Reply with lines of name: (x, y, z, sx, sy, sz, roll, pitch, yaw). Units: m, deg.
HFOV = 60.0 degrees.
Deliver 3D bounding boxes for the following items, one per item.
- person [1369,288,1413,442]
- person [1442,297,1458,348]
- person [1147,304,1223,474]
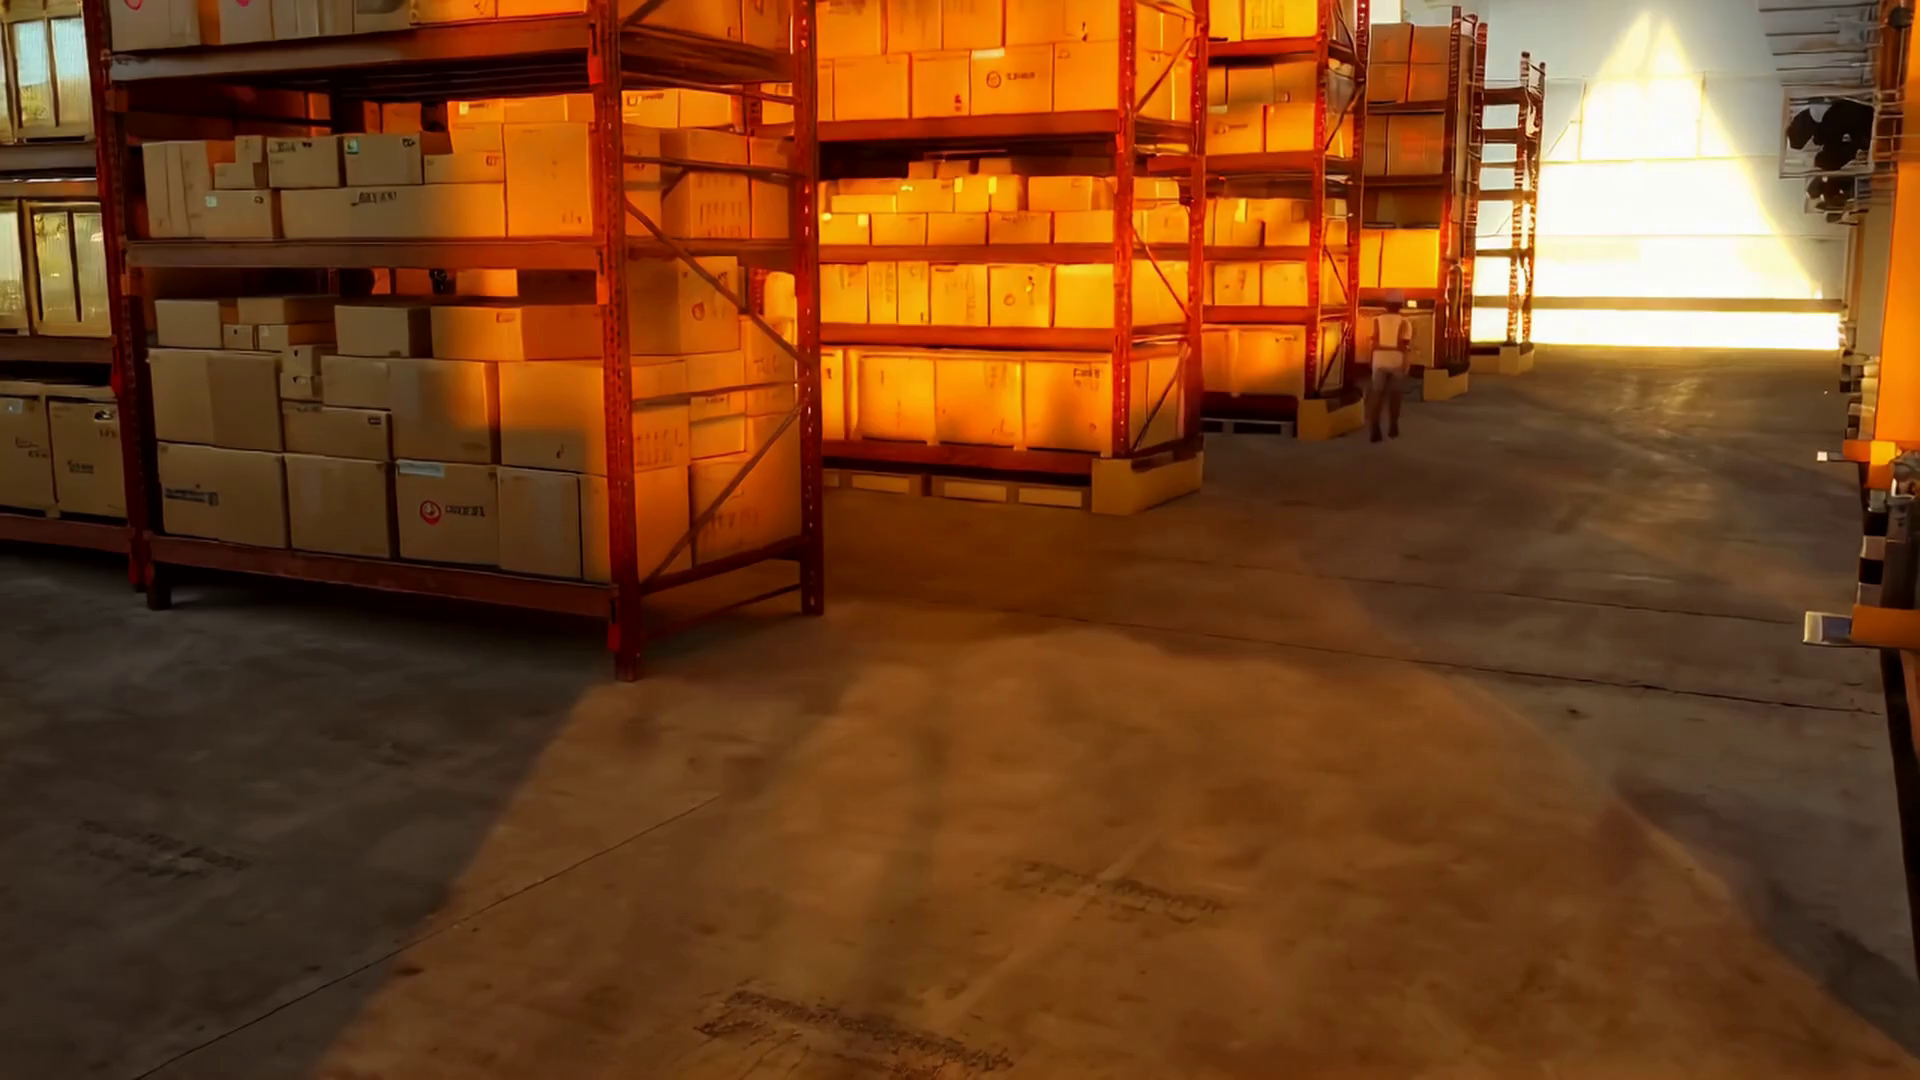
person: (5.320, -2.169, 20.639, 0.544, 1.909, 0.861, 4, 11, 22)
person: (8.621, -3.571, 29.512, 0.310, 1.640, 0.514, -5, 11, -26)
person: (2.393, -1.625, 17.807, 0.953, 1.795, 0.646, 7, 12, 34)
